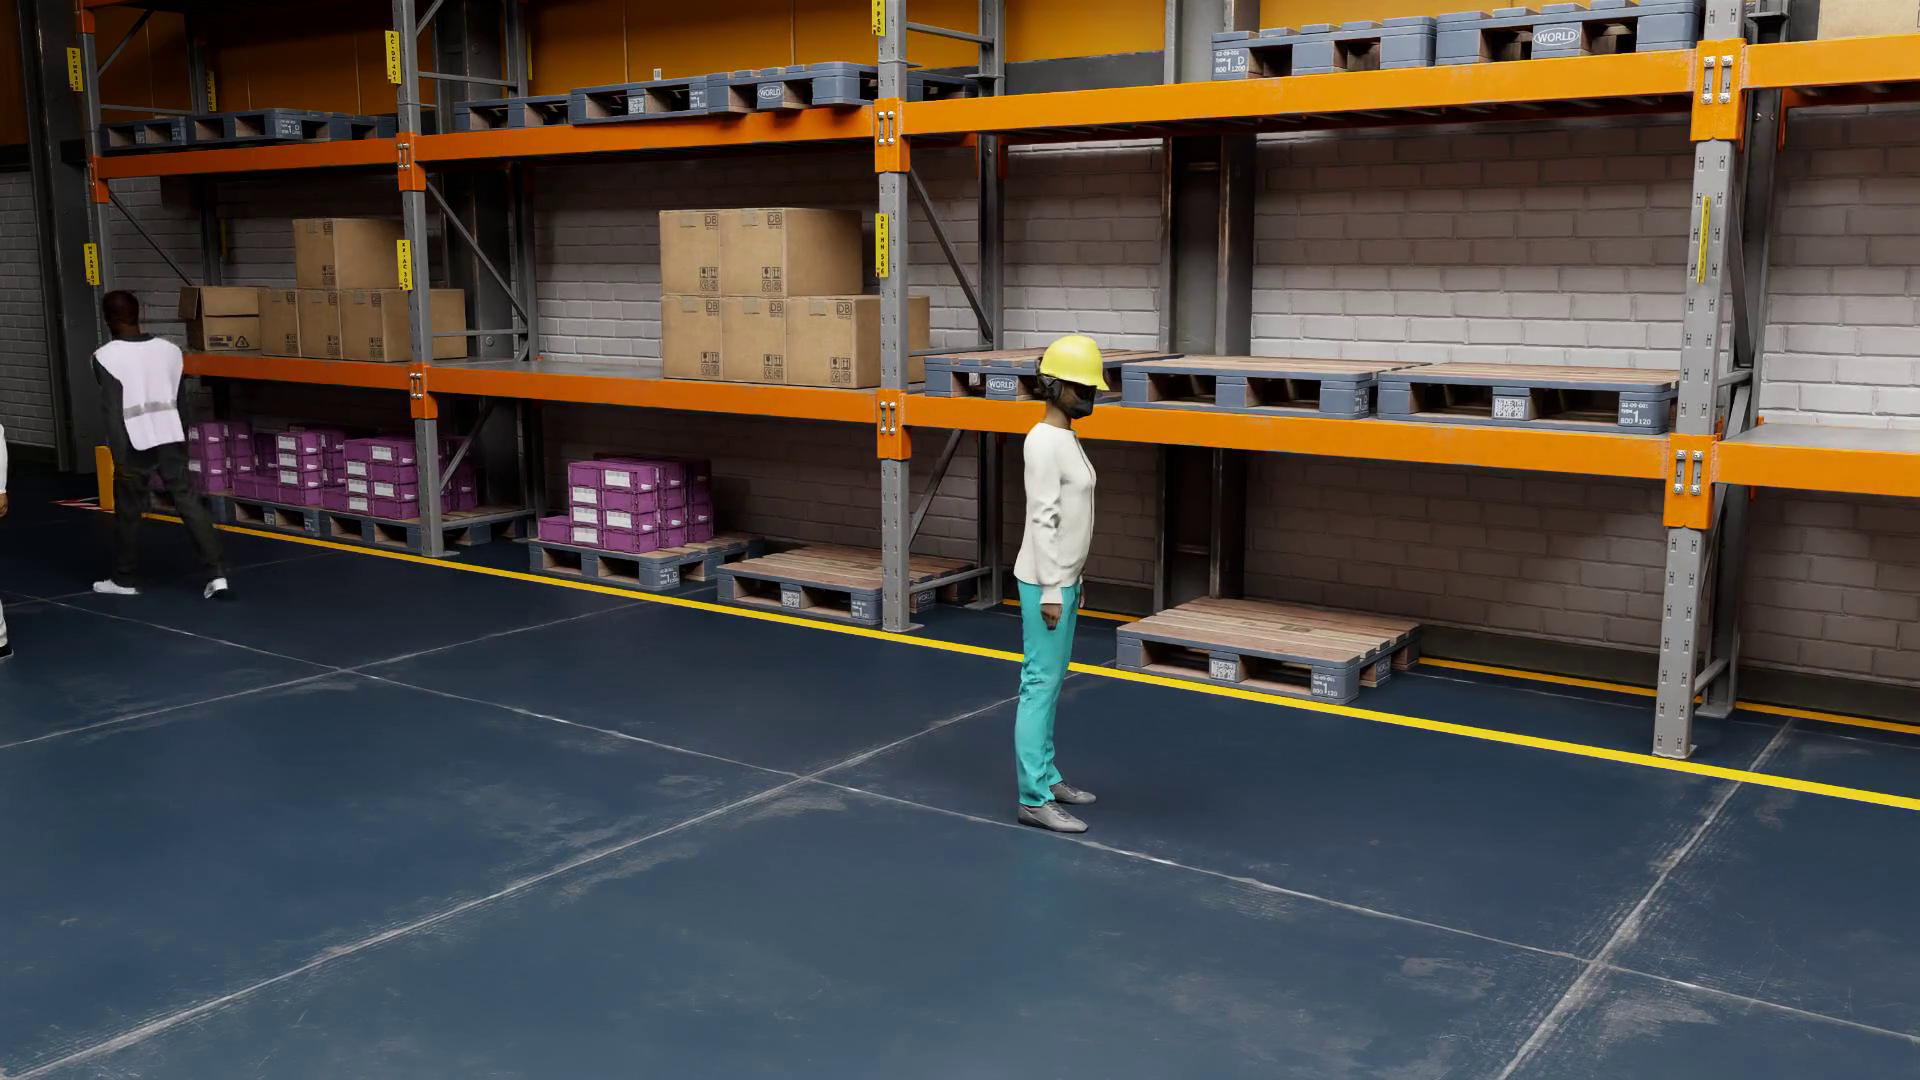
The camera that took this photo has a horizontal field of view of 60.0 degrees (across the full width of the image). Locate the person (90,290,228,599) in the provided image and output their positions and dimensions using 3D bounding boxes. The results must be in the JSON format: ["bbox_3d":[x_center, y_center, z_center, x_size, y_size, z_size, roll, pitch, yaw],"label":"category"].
[{"bbox_3d":[-4.810,-0.554,9.917,1.043,1.862,0.619,5,11,28],"label":"person"}]

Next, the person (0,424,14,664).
[{"bbox_3d":[-5.034,-0.264,8.227,0.587,1.835,0.404,-5,11,-27],"label":"person"}]

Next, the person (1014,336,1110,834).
[{"bbox_3d":[0.366,0.152,5.977,0.328,1.760,0.523,2,10,12],"label":"person"}]
